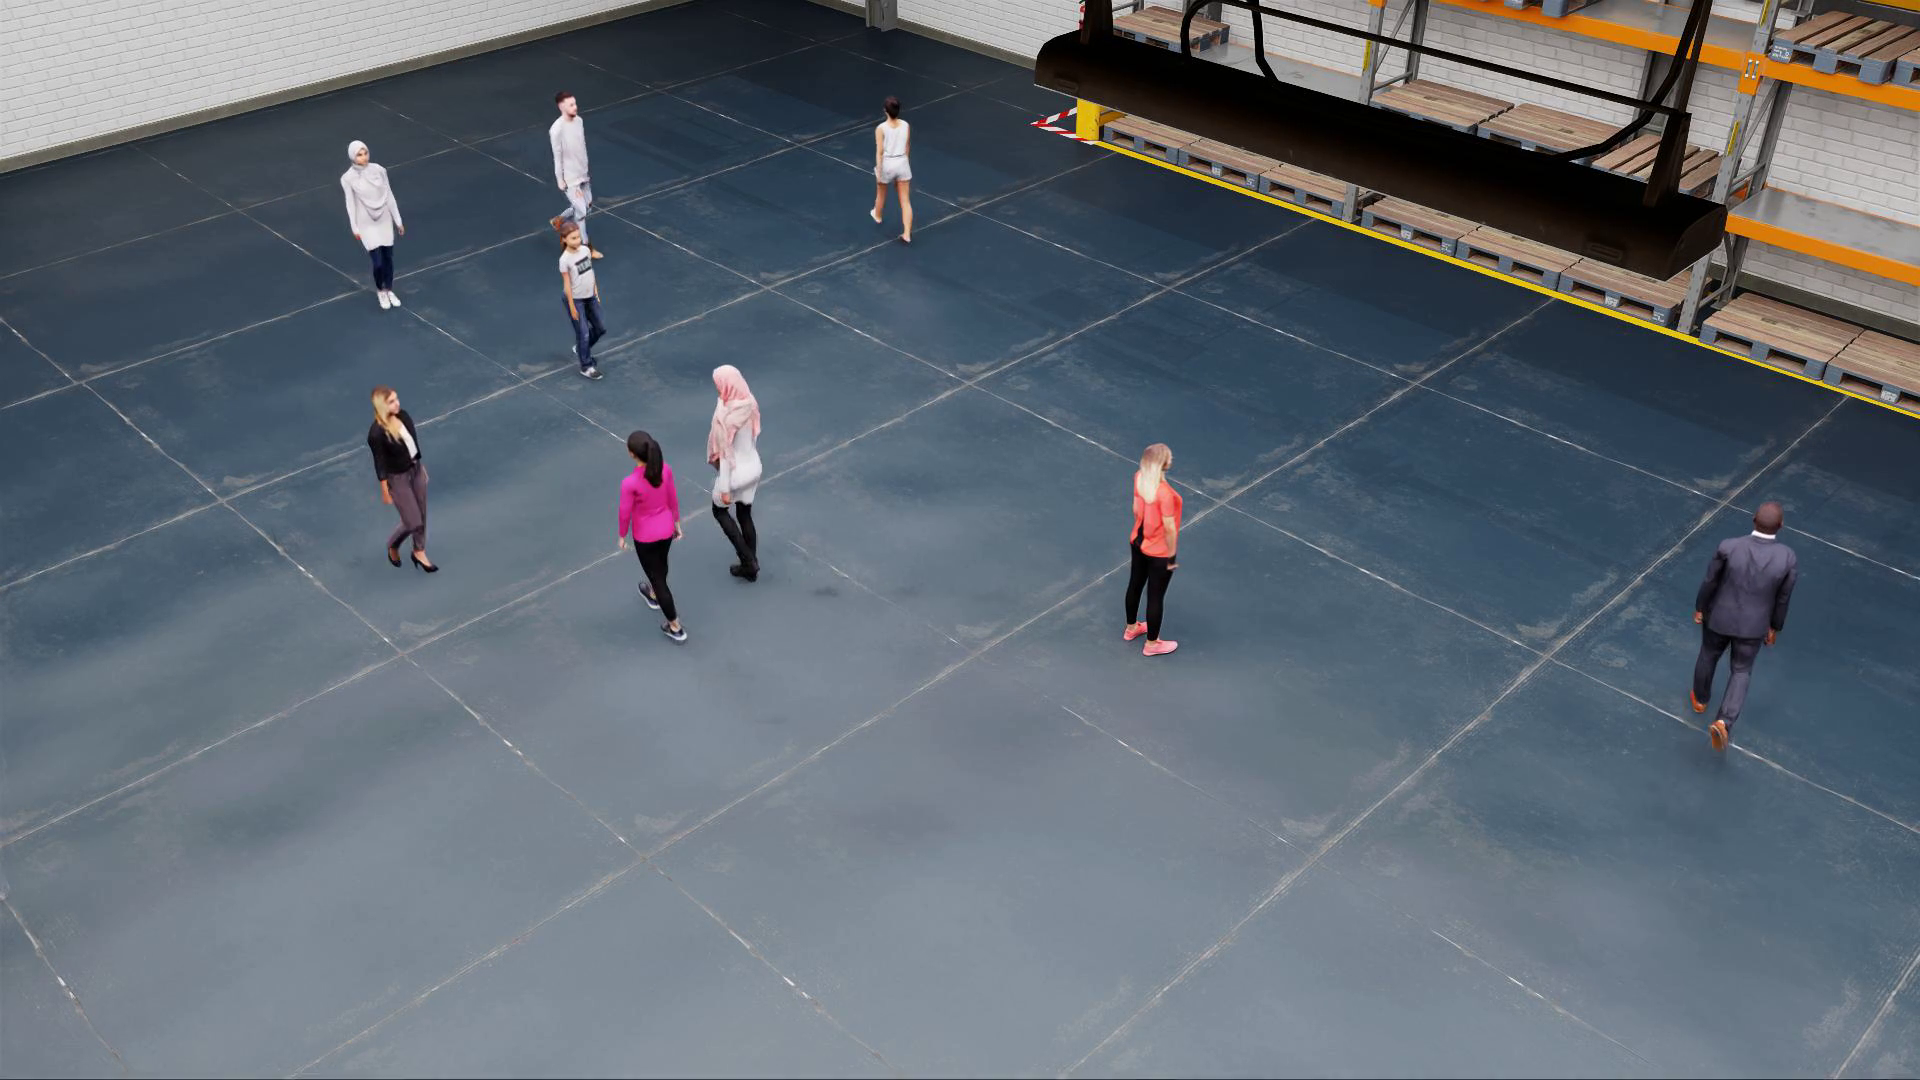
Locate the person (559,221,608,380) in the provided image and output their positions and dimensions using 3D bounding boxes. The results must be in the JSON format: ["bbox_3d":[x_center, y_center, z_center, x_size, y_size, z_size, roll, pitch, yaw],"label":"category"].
[{"bbox_3d":[-3.602,-2.269,15.571,0.680,1.550,0.614,19,38,27],"label":"person"}]

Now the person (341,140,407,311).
[{"bbox_3d":[-5.928,-3.194,16.771,0.646,1.762,0.615,-25,41,-33],"label":"person"}]

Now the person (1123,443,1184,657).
[{"bbox_3d":[1.372,0.052,11.949,0.710,1.693,0.565,-16,37,-23],"label":"person"}]

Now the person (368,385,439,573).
[{"bbox_3d":[-4.329,-0.452,12.737,0.790,1.661,0.735,9,35,13],"label":"person"}]

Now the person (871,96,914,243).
[{"bbox_3d":[-0.688,-4.016,18.191,0.857,1.558,1.133,-13,36,-18],"label":"person"}]

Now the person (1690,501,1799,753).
[{"bbox_3d":[5.171,0.570,11.071,1.071,1.802,0.963,16,37,22],"label":"person"}]

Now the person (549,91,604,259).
[{"bbox_3d":[-4.207,-3.923,17.816,1.050,1.819,0.871,15,37,22],"label":"person"}]

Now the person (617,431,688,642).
[{"bbox_3d":[-2.177,-0.001,12.046,0.591,1.676,0.927,-27,42,-35],"label":"person"}]

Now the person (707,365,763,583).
[{"bbox_3d":[-1.600,-0.454,12.634,0.702,1.780,0.714,18,37,24],"label":"person"}]
